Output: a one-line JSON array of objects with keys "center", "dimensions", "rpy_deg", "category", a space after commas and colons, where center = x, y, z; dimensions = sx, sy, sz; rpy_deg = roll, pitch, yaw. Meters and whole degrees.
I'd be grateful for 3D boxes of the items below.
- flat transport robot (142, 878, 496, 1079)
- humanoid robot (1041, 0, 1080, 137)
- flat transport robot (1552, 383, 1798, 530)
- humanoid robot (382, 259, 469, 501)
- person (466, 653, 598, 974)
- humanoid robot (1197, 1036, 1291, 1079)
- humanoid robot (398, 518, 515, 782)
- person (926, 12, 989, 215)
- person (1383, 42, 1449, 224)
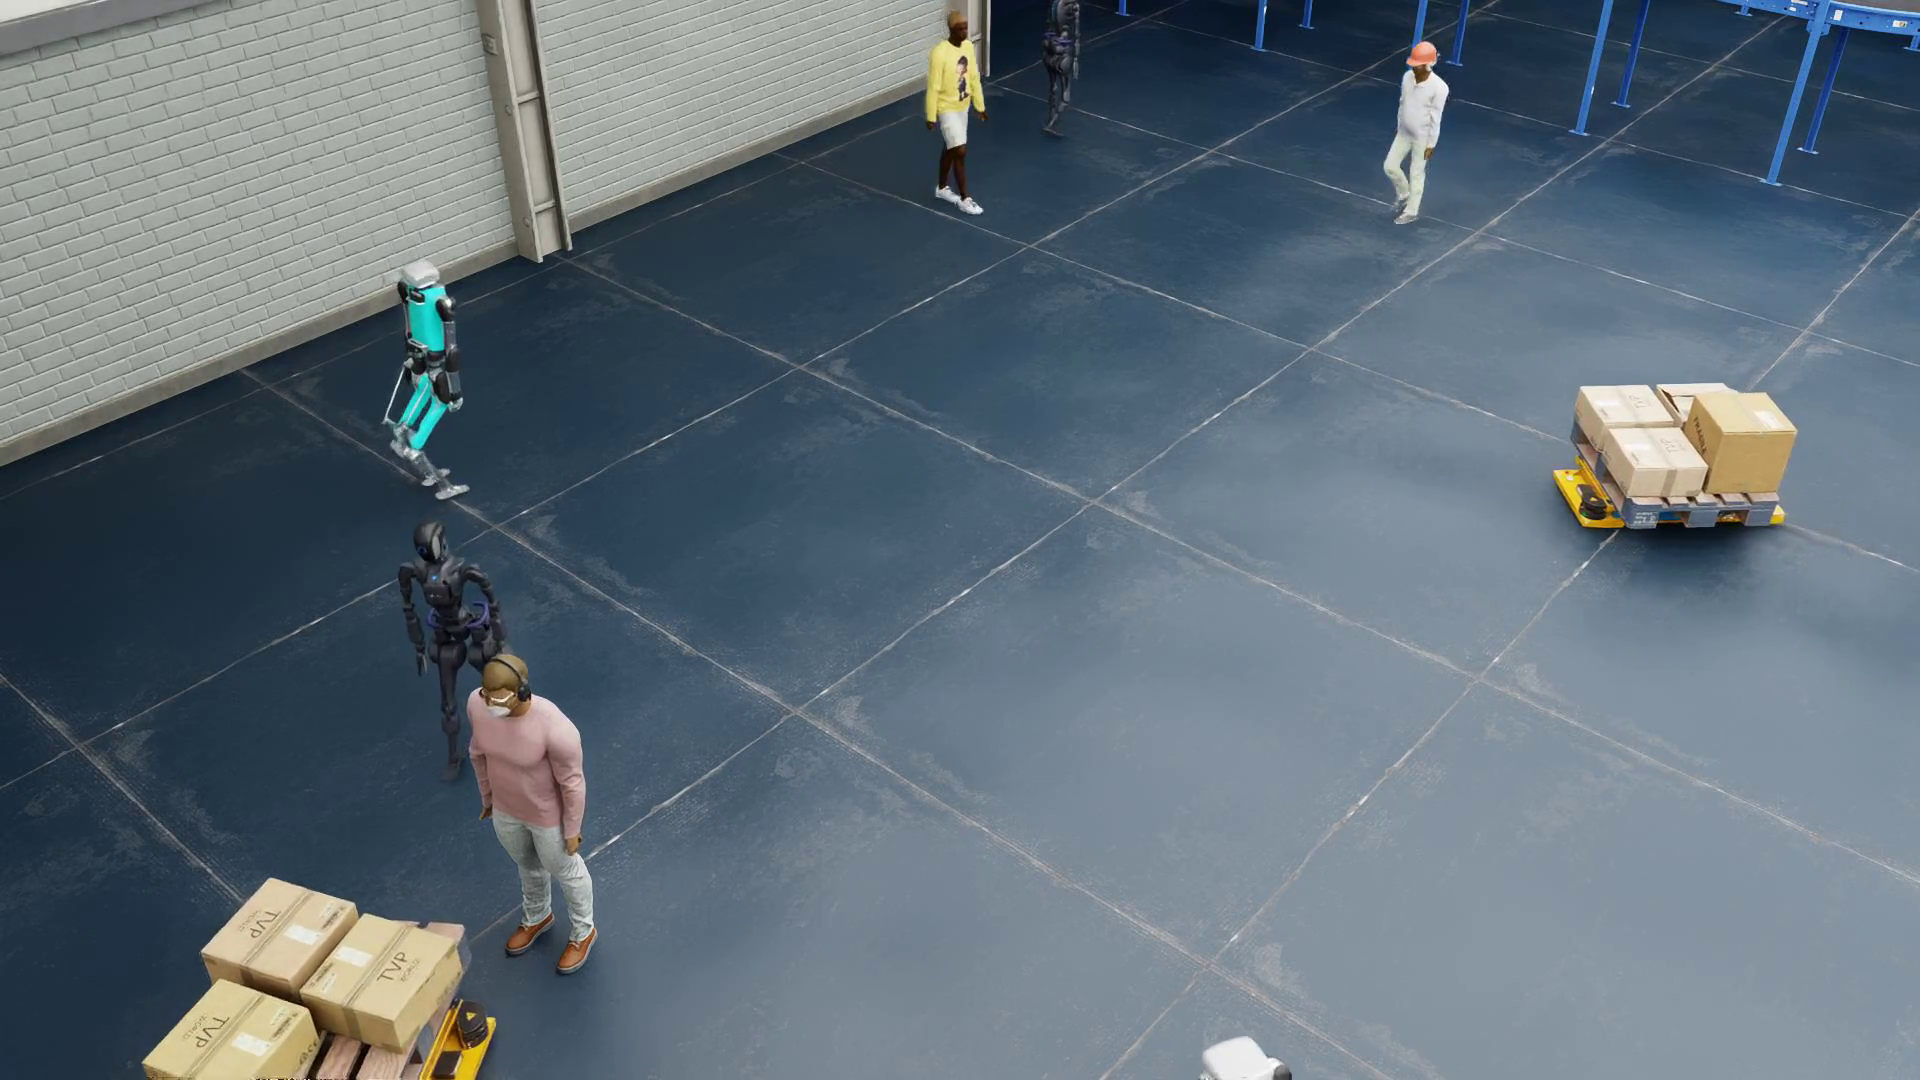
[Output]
[{"center": [-3.019, 2.473, 7.915], "dimensions": [1.431, 0.231, 0.659], "rpy_deg": [3, 36, 5], "category": "flat transport robot"}, {"center": [1.002, -5.052, 17.275], "dimensions": [0.478, 1.645, 0.610], "rpy_deg": [-18, 39, -24], "category": "humanoid robot"}, {"center": [5.057, -0.353, 11.883], "dimensions": [1.431, 0.231, 0.659], "rpy_deg": [-1, 35, -2], "category": "flat transport robot"}, {"center": [-3.784, -1.040, 11.541], "dimensions": [0.536, 1.742, 0.732], "rpy_deg": [24, 42, 30], "category": "humanoid robot"}, {"center": [-2.083, 1.317, 8.102], "dimensions": [0.630, 1.939, 0.372], "rpy_deg": [15, 38, 20], "category": "person"}, {"center": [1.161, 2.744, 6.298], "dimensions": [0.532, 1.783, 0.870], "rpy_deg": [-21, 41, -27], "category": "humanoid robot"}, {"center": [-2.801, 0.578, 9.396], "dimensions": [0.613, 1.640, 0.711], "rpy_deg": [3, 36, 4], "category": "humanoid robot"}, {"center": [0.038, -4.004, 15.624], "dimensions": [0.826, 1.869, 0.586], "rpy_deg": [26, 43, 32], "category": "person"}, {"center": [4.204, -3.756, 15.401], "dimensions": [0.383, 1.735, 0.561], "rpy_deg": [-20, 40, -26], "category": "person"}]
